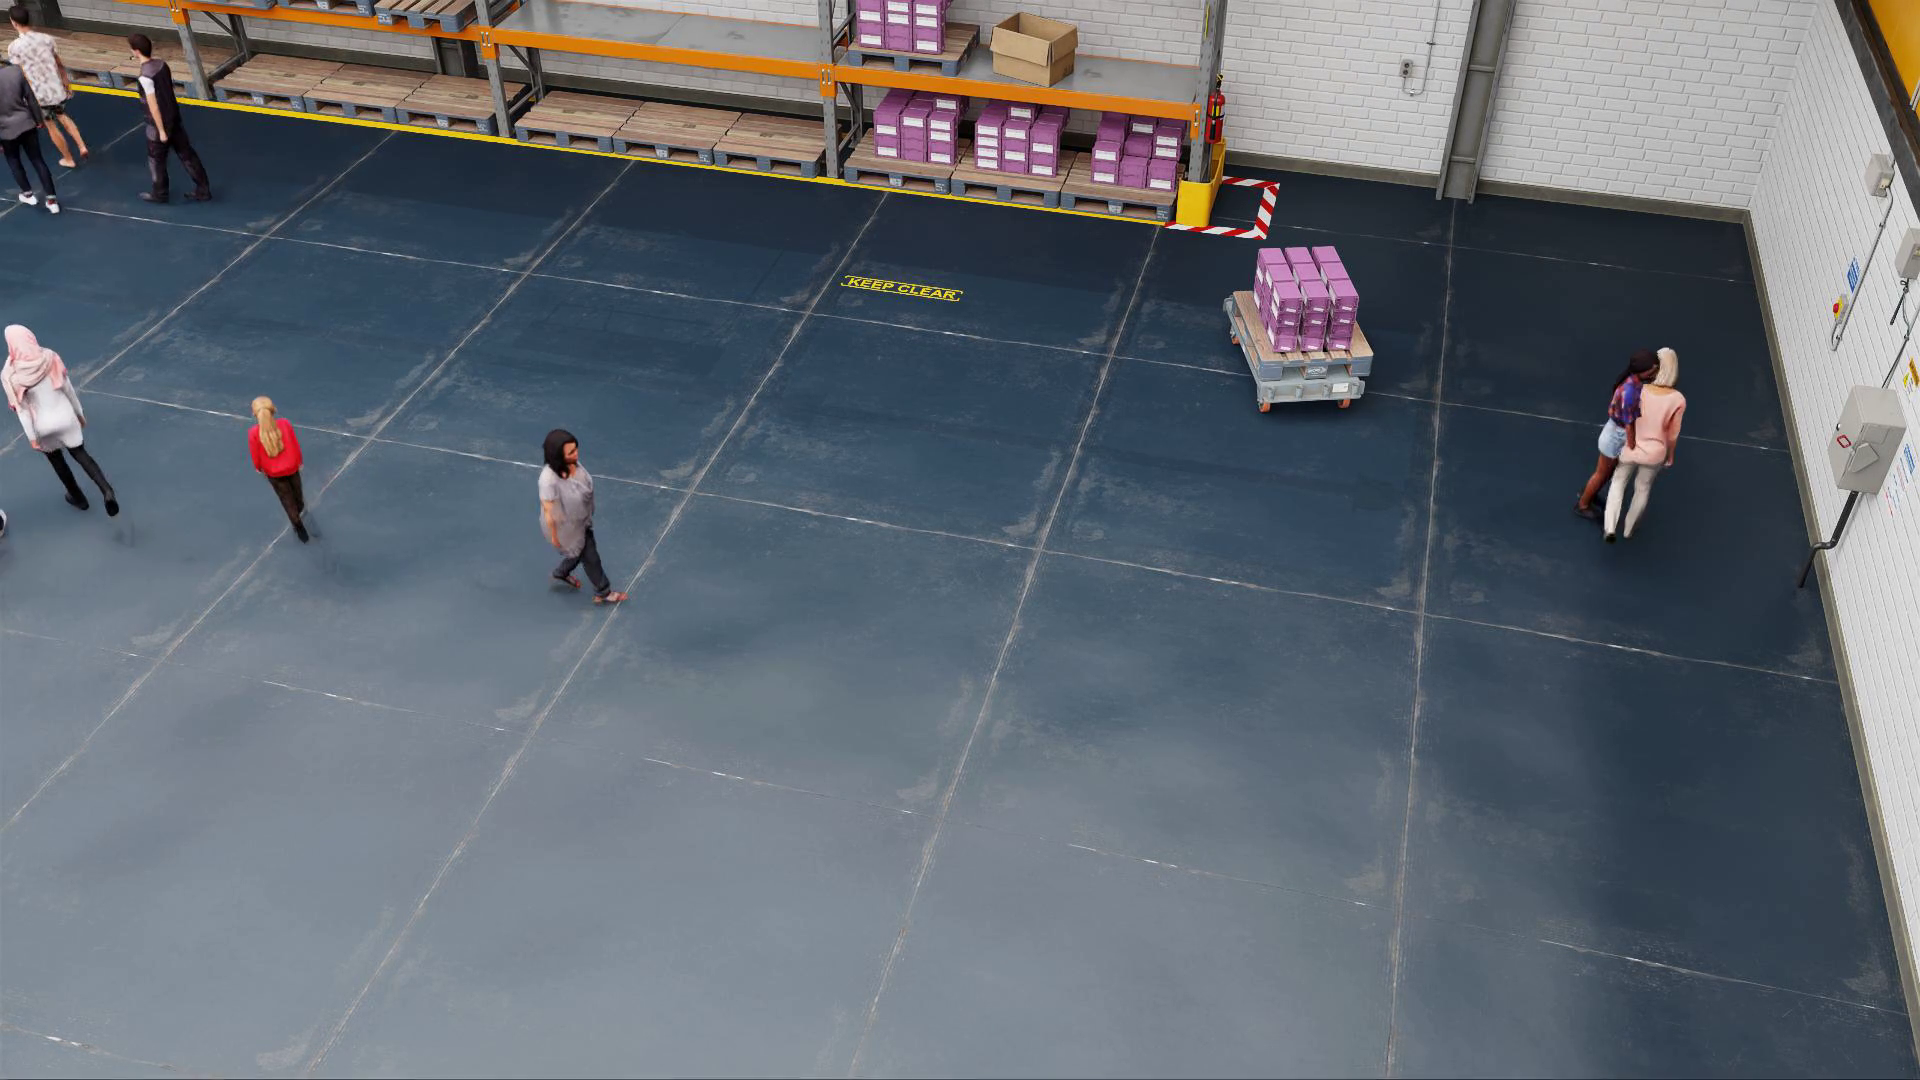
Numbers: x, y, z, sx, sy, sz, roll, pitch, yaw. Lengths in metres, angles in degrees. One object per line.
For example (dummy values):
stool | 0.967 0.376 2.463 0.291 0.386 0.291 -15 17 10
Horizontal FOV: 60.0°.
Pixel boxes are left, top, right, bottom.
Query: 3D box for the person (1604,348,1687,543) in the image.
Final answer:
person | 5.263 -0.667 12.895 0.833 1.710 0.794 20 43 23

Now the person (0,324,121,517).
person | -7.101 -0.888 13.113 1.102 1.784 0.879 25 45 28

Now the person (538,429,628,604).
person | -2.947 -0.165 12.384 0.886 1.564 0.719 5 39 7

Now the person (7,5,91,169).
person | -9.920 -4.890 18.109 0.801 1.802 0.778 23 44 26

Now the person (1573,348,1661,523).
person | 5.067 -0.795 13.054 0.712 1.714 0.731 14 41 17

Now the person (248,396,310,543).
person | -5.328 -0.536 13.093 0.813 1.259 0.894 -23 44 -26

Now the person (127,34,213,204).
person | -8.259 -4.399 17.475 1.024 1.827 0.827 2 39 2

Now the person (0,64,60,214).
person | -9.766 -4.230 17.290 0.952 1.794 1.017 -32 48 -34
